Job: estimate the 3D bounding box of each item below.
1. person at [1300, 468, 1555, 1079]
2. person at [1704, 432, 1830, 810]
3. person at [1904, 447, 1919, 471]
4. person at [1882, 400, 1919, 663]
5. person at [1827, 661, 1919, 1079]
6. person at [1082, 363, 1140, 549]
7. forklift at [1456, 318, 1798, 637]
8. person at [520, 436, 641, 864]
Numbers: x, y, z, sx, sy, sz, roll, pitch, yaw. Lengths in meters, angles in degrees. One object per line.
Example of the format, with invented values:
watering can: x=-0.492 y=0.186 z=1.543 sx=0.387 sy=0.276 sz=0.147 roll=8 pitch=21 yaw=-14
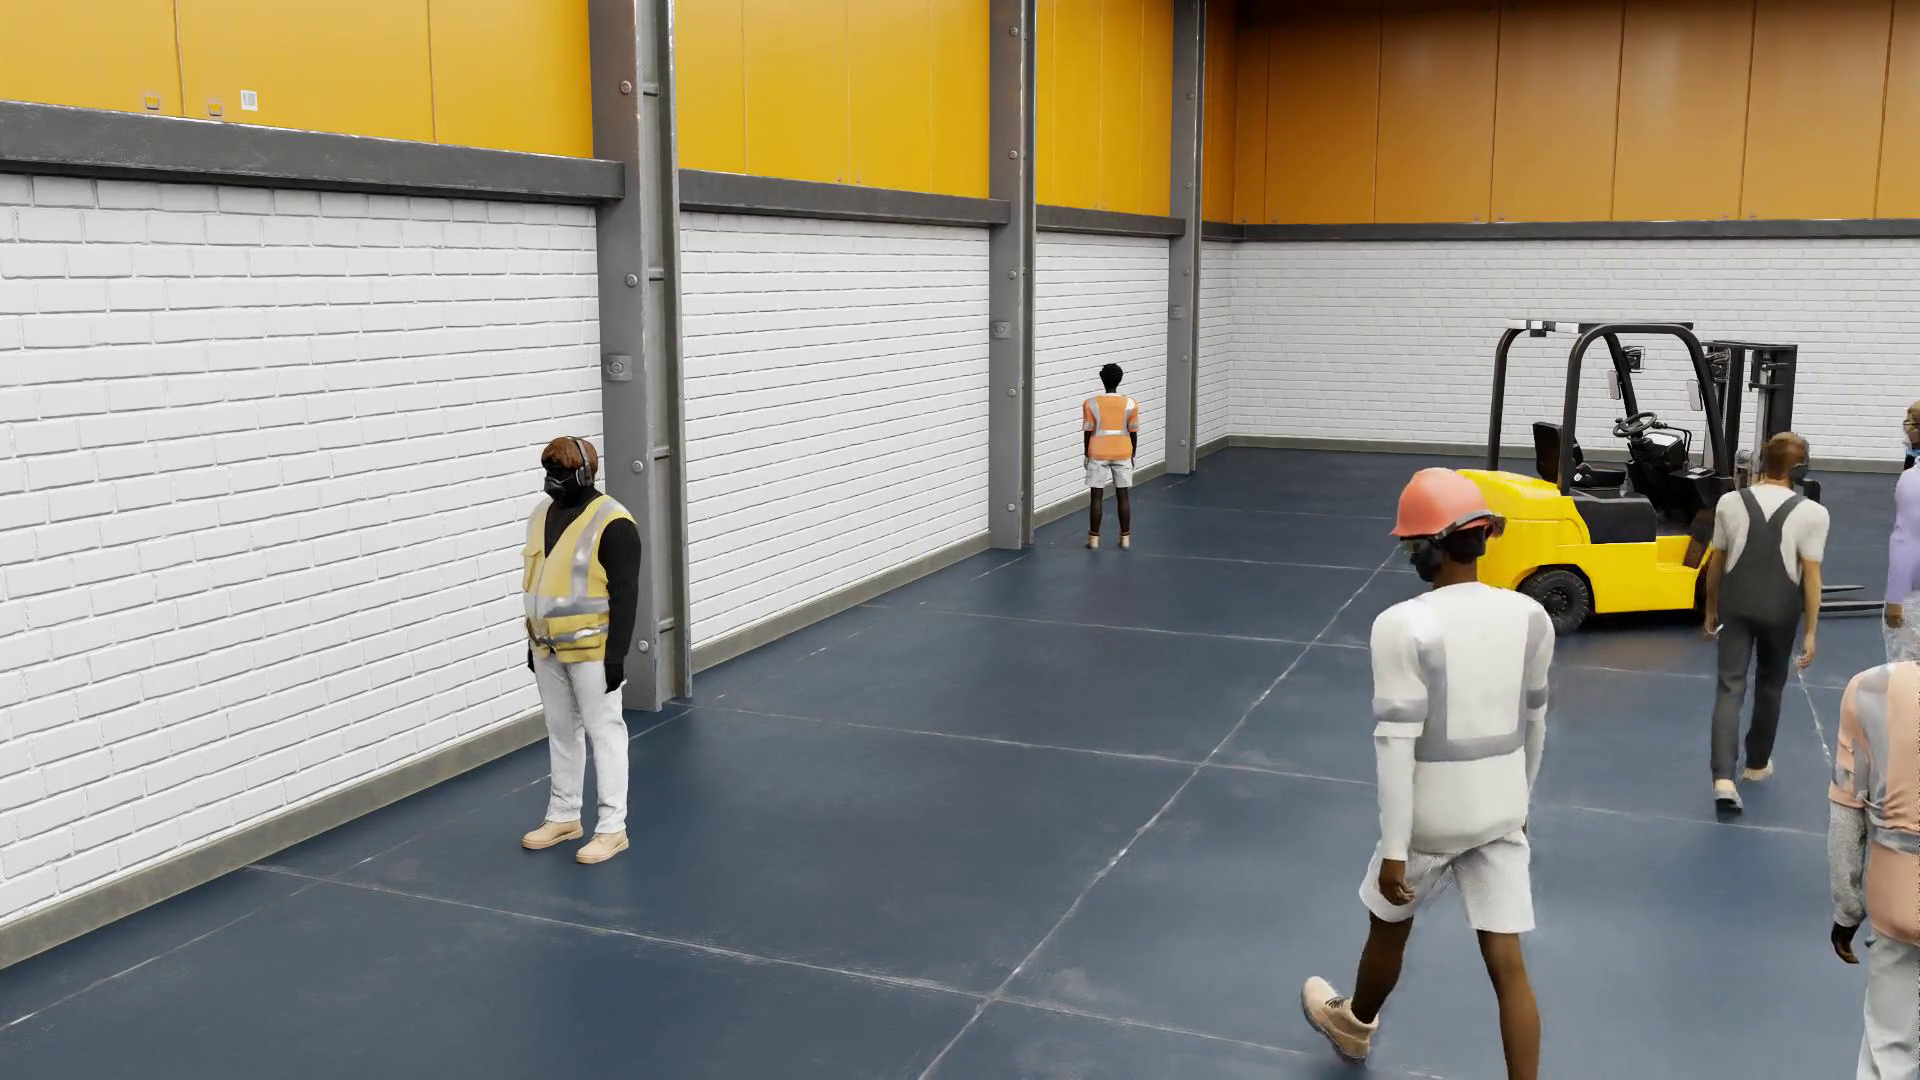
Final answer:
person: x=1.424 y=0.772 z=4.945 sx=0.650 sy=1.972 sz=1.079 roll=-3 pitch=10 yaw=-18
person: x=3.802 y=0.379 z=7.926 sx=0.545 sy=1.788 sz=0.978 roll=6 pitch=11 yaw=32
person: x=7.851 y=-0.445 z=13.342 sx=0.536 sy=1.632 sz=0.915 roll=2 pitch=10 yaw=12
person: x=4.862 y=0.240 z=8.337 sx=0.651 sy=1.929 sz=0.519 roll=-7 pitch=11 yaw=-35
person: x=2.459 y=0.936 z=4.115 sx=0.388 sy=1.927 sz=0.589 roll=-8 pitch=12 yaw=-41
person: x=1.360 y=-0.753 z=15.074 sx=0.529 sy=1.690 sz=0.321 roll=-1 pitch=9 yaw=-5
forklift: x=4.706 y=-0.497 z=11.990 sx=2.313 sy=2.155 sz=1.214 roll=-2 pitch=10 yaw=-10
person: x=-1.667 y=0.467 z=7.214 sx=0.627 sy=1.844 sz=0.429 roll=6 pitch=11 yaw=34
